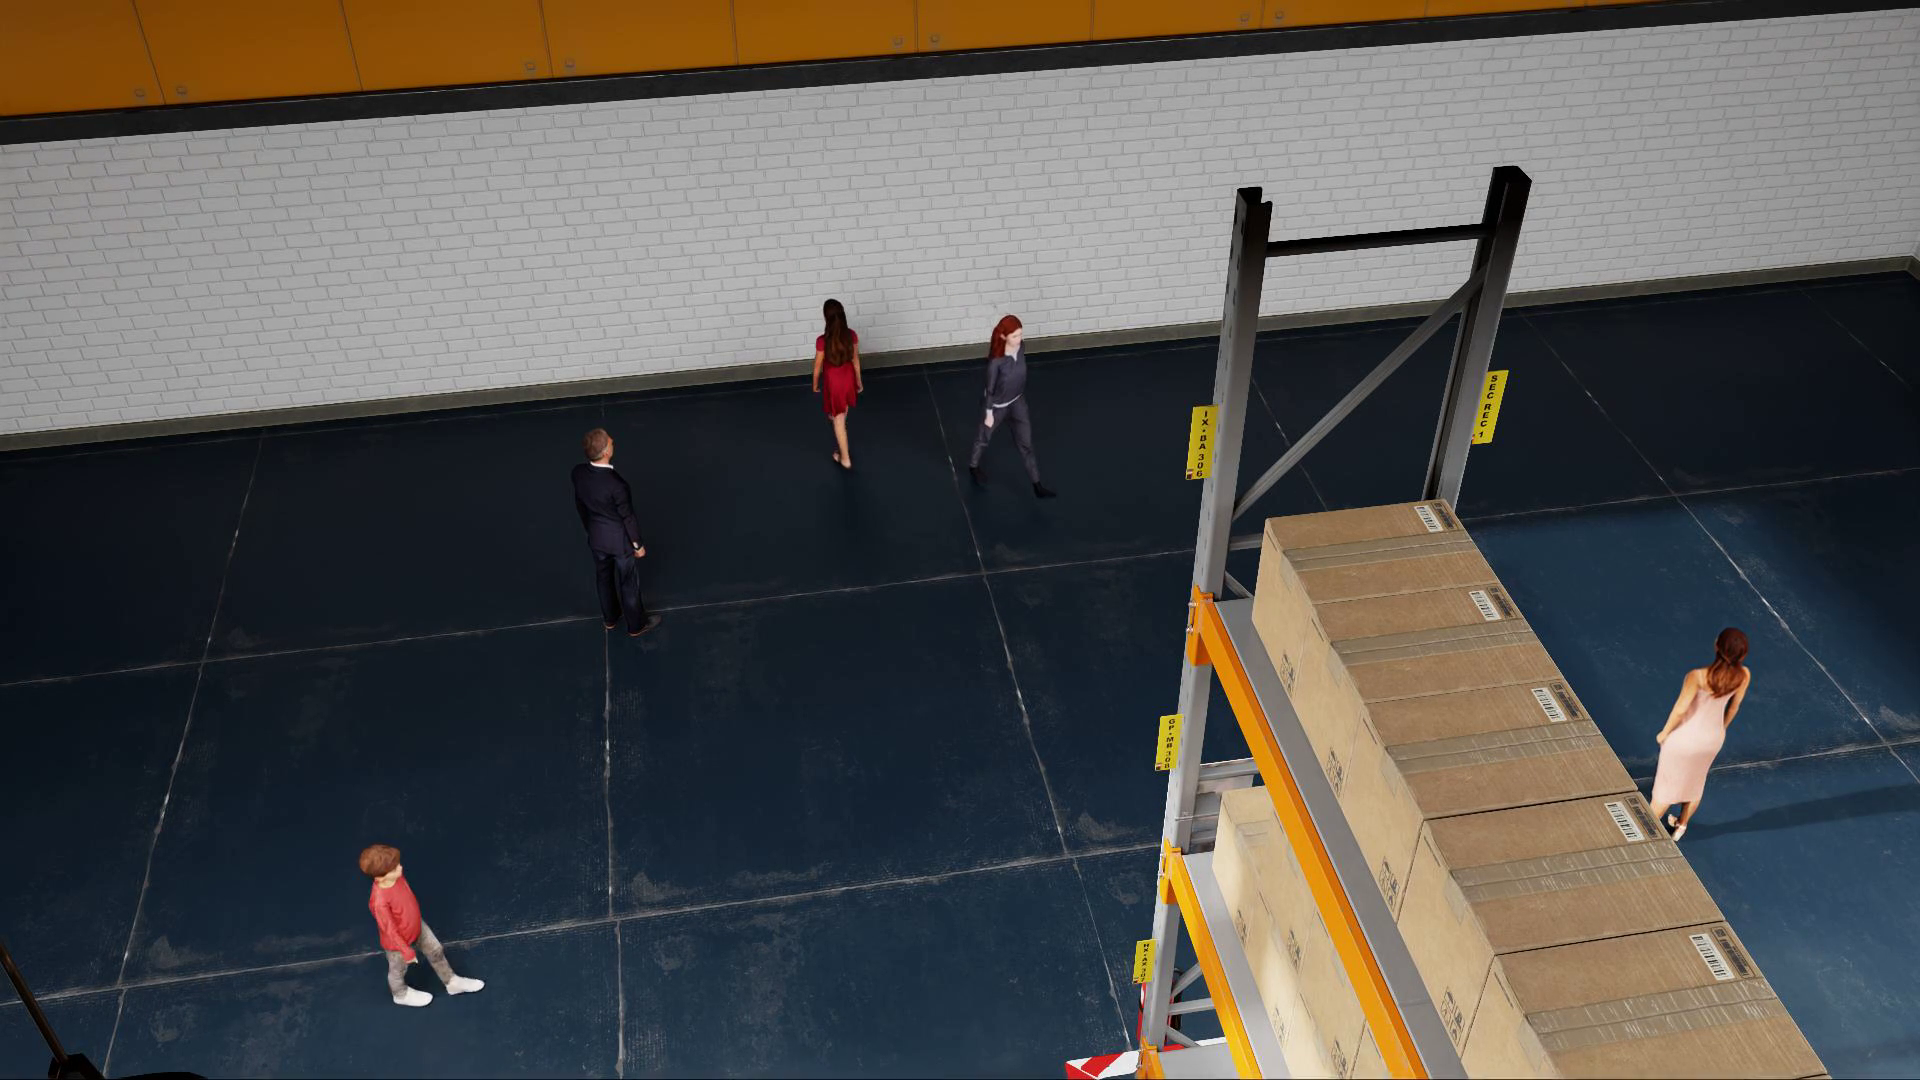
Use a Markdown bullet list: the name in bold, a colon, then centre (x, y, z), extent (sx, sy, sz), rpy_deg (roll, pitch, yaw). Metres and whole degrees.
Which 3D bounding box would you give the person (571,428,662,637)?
- **person**: centre (-2.582, -0.061, 12.322), extent (0.776, 1.815, 0.818), rpy_deg (20, 43, 24)

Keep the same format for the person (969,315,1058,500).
- **person**: centre (0.304, -1.129, 13.736), extent (0.996, 1.719, 1.211), rpy_deg (-30, 47, -32)

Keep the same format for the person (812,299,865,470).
- **person**: centre (-1.012, -1.302, 14.109), extent (0.739, 1.523, 1.006), rpy_deg (-17, 42, -20)

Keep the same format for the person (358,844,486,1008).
- **person**: centre (-3.339, 2.274, 9.730), extent (0.706, 1.401, 0.764), rpy_deg (2, 39, 3)

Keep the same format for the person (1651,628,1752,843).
- **person**: centre (4.709, 1.266, 10.647), extent (0.596, 1.832, 0.529), rpy_deg (-3, 39, -4)
